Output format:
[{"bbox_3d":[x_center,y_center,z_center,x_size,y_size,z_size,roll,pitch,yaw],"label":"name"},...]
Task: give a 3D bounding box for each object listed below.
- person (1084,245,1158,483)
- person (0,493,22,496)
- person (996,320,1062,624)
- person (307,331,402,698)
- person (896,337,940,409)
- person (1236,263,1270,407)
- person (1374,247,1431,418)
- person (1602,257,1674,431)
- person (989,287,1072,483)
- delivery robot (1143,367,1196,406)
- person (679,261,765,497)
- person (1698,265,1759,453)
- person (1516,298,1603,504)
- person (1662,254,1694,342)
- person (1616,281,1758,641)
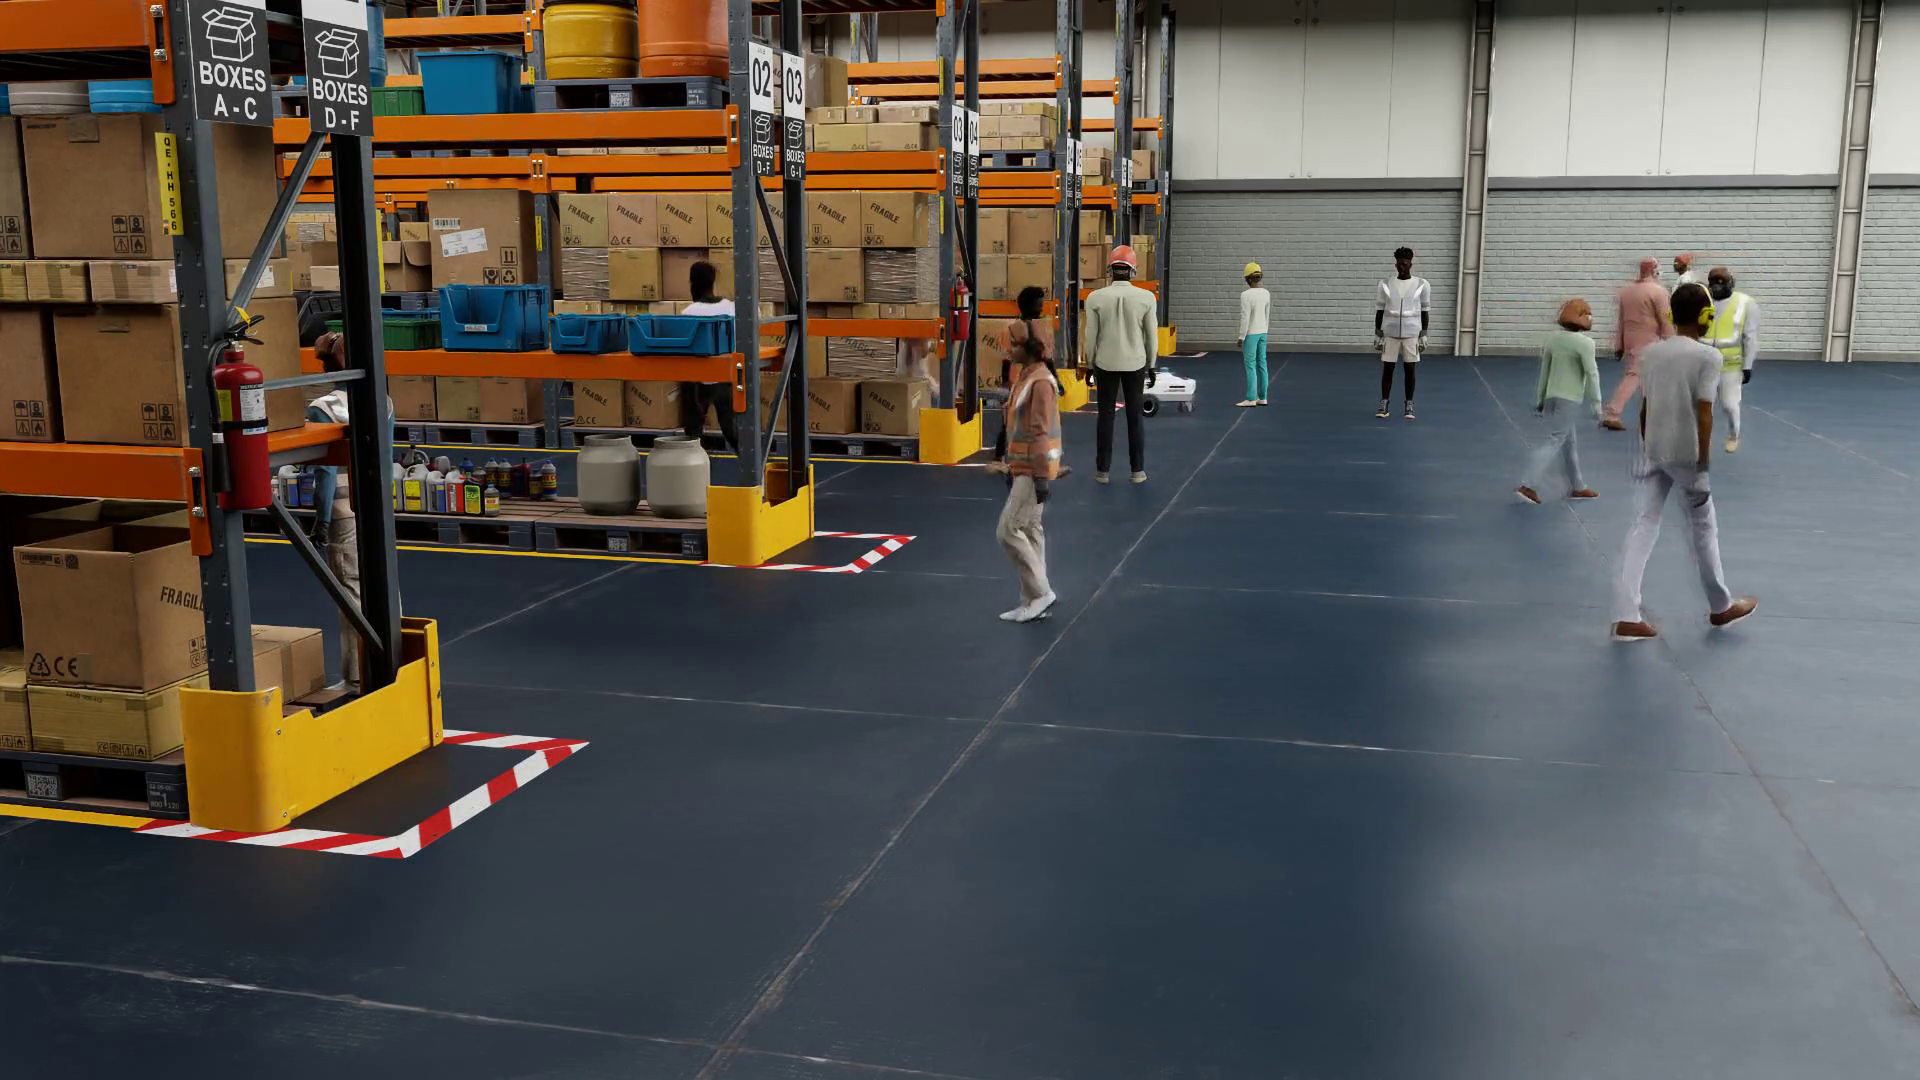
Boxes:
[{"bbox_3d":[1.356,-1.472,14.017,0.622,1.993,0.382,1,10,4],"label":"person"},{"bbox_3d":[-6.403,-0.823,10.896,0.451,1.822,0.611,3,11,14],"label":"person"},{"bbox_3d":[0.346,-0.345,8.795,0.384,1.626,0.550,-2,10,-9],"label":"person"},{"bbox_3d":[-2.712,-0.111,7.464,0.305,1.639,0.522,3,11,17],"label":"person"},{"bbox_3d":[-0.424,-2.212,18.229,0.741,1.963,0.630,-7,12,-34],"label":"person"},{"bbox_3d":[3.589,-2.511,20.420,0.530,1.765,0.325,-9,14,-42],"label":"person"},{"bbox_3d":[5.069,-2.375,19.104,0.612,1.963,0.361,4,11,19],"label":"person"},{"bbox_3d":[7.341,-2.100,17.903,0.984,1.862,0.645,-2,10,-11],"label":"person"},{"bbox_3d":[0.597,-1.310,14.055,0.888,1.636,0.551,7,12,32],"label":"person"},{"bbox_3d":[2.378,-1.770,19.400,0.707,0.478,0.477,-1,10,-5],"label":"delivery robot"},{"bbox_3d":[-1.893,-1.227,12.979,0.889,1.889,0.598,10,14,43],"label":"person"},{"bbox_3d":[7.046,-1.634,15.417,0.622,1.814,0.733,8,13,36],"label":"person"},{"bbox_3d":[4.683,-1.076,12.927,0.827,1.596,0.512,-3,11,-18],"label":"person"},{"bbox_3d":[11.063,-3.456,25.502,1.005,1.831,0.597,2,10,12],"label":"person"},{"bbox_3d":[3.742,-0.402,8.556,0.948,1.820,0.564,-5,12,-28],"label":"person"}]
